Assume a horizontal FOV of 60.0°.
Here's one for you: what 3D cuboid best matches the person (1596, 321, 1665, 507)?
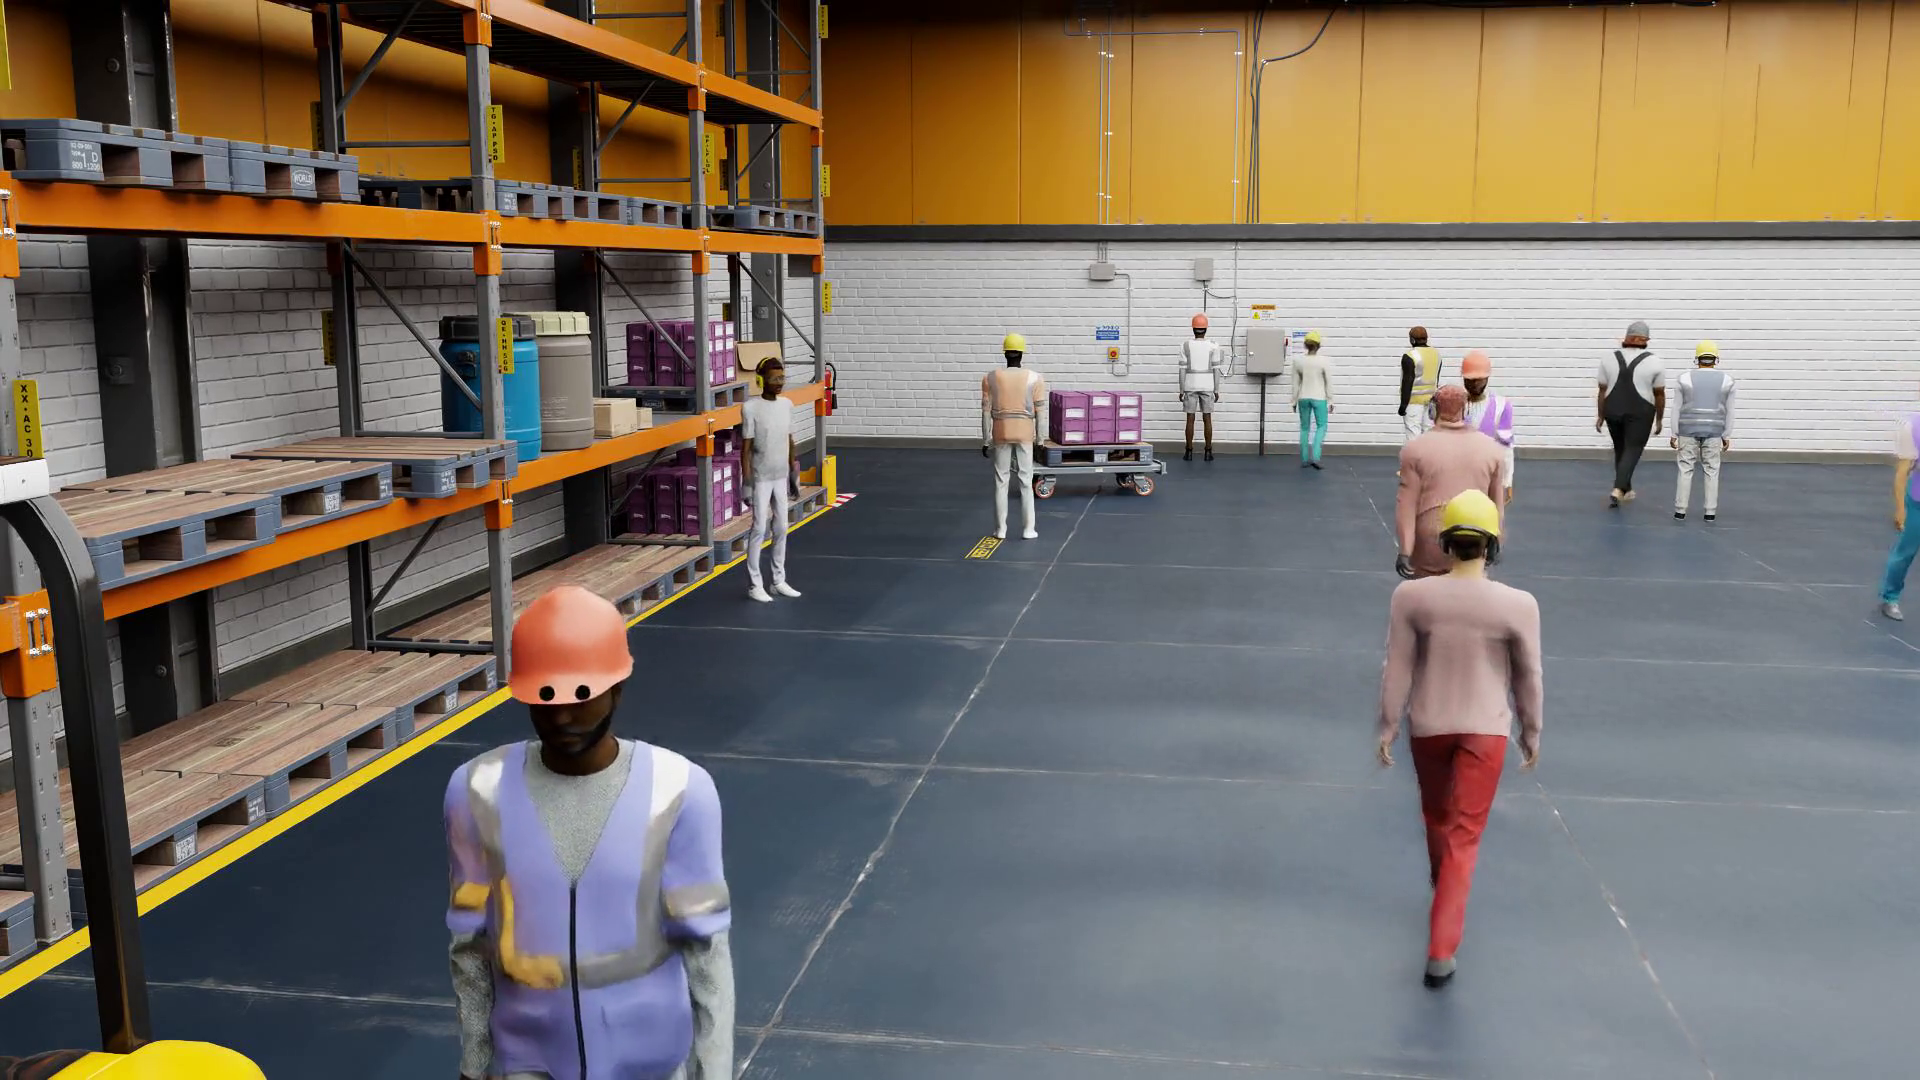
[{"bbox_3d":[7.161,-1.384,17.786,0.682,2.000,1.028,8,12,42],"label":"person"}]

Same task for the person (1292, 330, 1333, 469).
[{"bbox_3d":[4.459,-1.773,21.068,0.536,1.777,0.361,6,11,34],"label":"person"}]

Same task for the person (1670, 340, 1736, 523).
[{"bbox_3d":[7.396,-1.081,16.601,0.586,1.824,0.404,2,9,14],"label":"person"}]

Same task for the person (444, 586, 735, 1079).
[{"bbox_3d":[-0.727,1.045,3.218,0.575,1.900,0.901,-1,9,-5],"label":"person"}]

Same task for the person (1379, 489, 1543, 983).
[{"bbox_3d":[1.833,0.673,6.065,0.545,1.714,0.924,5,10,27],"label":"person"}]

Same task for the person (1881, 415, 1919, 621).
[{"bbox_3d":[6.795,-0.260,11.625,0.598,1.796,0.986,0,9,3],"label":"person"}]

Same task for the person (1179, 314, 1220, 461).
[{"bbox_3d":[3.150,-2.006,21.924,0.545,1.942,0.354,1,9,6],"label":"person"}]

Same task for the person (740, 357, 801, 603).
[{"bbox_3d":[-1.438,-0.459,12.651,0.327,1.860,0.538,8,13,42],"label":"person"}]

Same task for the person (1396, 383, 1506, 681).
[{"bbox_3d":[2.879,0.006,9.803,0.669,1.859,1.010,0,9,-3],"label":"person"}]

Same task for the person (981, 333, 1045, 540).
[{"bbox_3d":[0.495,-0.957,15.500,0.591,1.925,0.385,1,9,4],"label":"person"}]

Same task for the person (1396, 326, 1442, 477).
[{"bbox_3d":[5.538,-1.667,20.162,0.624,1.838,0.430,-6,11,-35],"label":"person"}]

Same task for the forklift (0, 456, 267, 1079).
[{"bbox_3d":[-2.328,0.975,2.765,2.313,2.155,1.214,1,9,9],"label":"forklift"}]

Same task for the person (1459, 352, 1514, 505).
[{"bbox_3d":[3.860,-0.447,12.472,0.549,1.891,0.962,2,9,9],"label":"person"}]
